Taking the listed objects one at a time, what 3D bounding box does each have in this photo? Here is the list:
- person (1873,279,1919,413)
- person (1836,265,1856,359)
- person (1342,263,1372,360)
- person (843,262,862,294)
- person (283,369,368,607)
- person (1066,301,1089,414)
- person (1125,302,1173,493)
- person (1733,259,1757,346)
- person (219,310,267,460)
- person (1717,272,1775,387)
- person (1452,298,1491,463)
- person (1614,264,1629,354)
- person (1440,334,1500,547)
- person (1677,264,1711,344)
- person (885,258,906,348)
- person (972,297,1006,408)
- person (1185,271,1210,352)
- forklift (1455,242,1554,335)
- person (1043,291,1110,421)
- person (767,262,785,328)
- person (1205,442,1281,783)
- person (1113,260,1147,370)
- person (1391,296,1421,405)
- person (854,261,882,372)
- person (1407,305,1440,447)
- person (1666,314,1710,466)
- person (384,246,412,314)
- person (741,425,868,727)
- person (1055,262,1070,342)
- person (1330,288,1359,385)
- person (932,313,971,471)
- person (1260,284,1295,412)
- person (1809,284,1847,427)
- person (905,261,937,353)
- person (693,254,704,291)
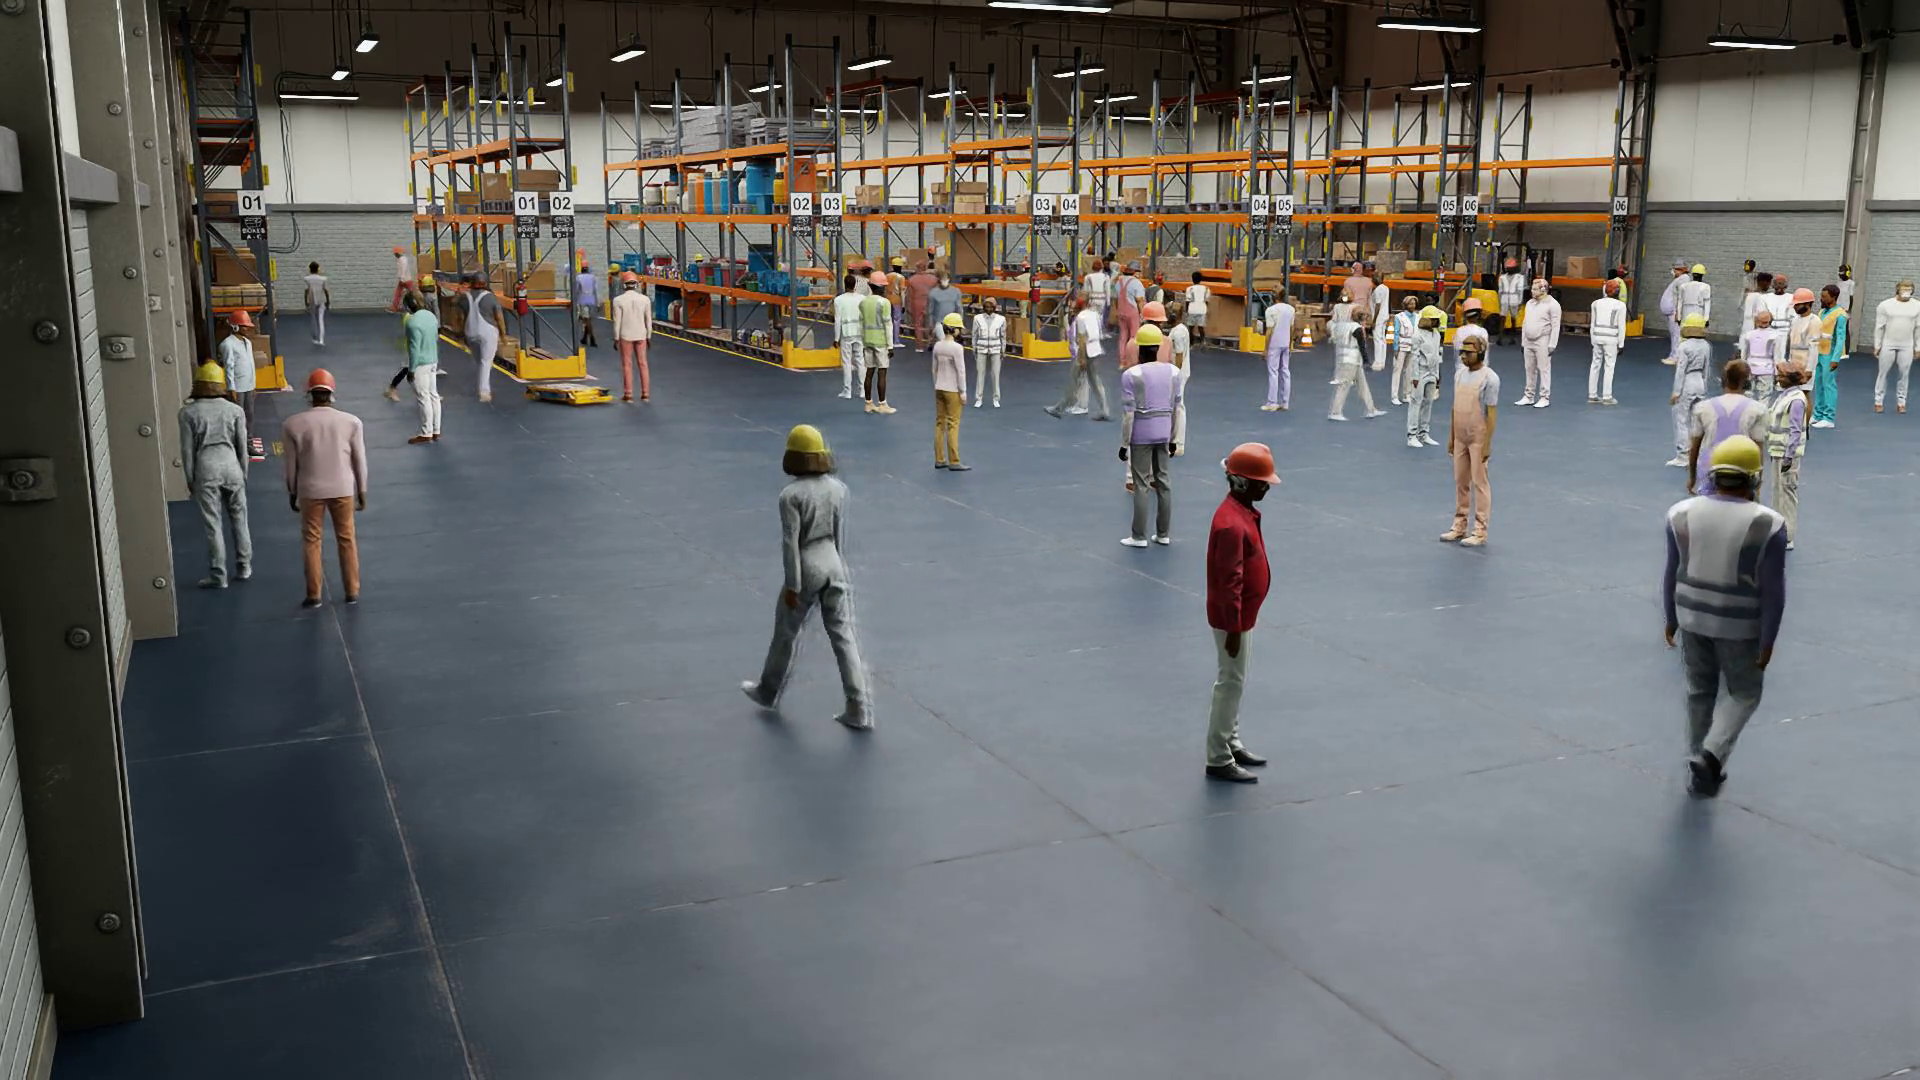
[{"bbox_3d":[13.539,-2.792,24.007,0.631,1.932,0.363,4,12,22],"label":"person"},{"bbox_3d":[17.525,-4.528,33.018,0.322,1.861,0.513,-1,11,-5],"label":"person"},{"bbox_3d":[7.744,-4.479,32.637,0.654,1.906,0.406,-5,12,-22],"label":"person"},{"bbox_3d":[-2.456,-5.459,38.004,0.563,1.752,0.327,2,11,9],"label":"person"},{"bbox_3d":[-4.663,-0.387,12.260,0.576,1.741,0.372,-6,12,-27],"label":"person"},{"bbox_3d":[1.712,-2.627,23.902,0.315,1.640,0.514,-1,11,-7],"label":"person"},{"bbox_3d":[1.957,-1.451,17.074,0.618,1.982,0.405,-8,14,-36],"label":"person"},{"bbox_3d":[17.084,-5.142,36.097,0.518,1.874,0.330,-8,14,-36],"label":"person"},{"bbox_3d":[-8.412,-1.815,19.517,0.350,1.743,0.564,1,11,6],"label":"person"},{"bbox_3d":[13.127,-3.479,27.569,1.023,1.912,0.608,-1,11,-3],"label":"person"},{"bbox_3d":[5.948,-1.831,19.223,0.348,1.900,0.705,-4,12,-19],"label":"person"},{"bbox_3d":[13.394,-4.698,33.908,0.373,1.841,0.572,6,12,26],"label":"person"},{"bbox_3d":[4.440,-0.867,14.450,0.348,1.841,0.501,-5,12,-25],"label":"person"},{"bbox_3d":[13.652,-4.155,30.937,0.371,1.925,0.595,-10,15,-41],"label":"person"},{"bbox_3d":[-1.373,-5.095,35.754,0.581,1.918,0.412,10,15,41],"label":"person"},{"bbox_3d":[0.428,-2.781,24.689,0.513,1.640,0.311,0,11,2],"label":"person"},{"bbox_3d":[4.930,-4.721,34.430,0.544,1.678,0.573,-2,11,-10],"label":"person"},{"bbox_3d":[13.047,-6.049,39.881,2.313,2.155,1.214,-5,12,-23],"label":"forklift"},{"bbox_3d":[1.676,-2.548,23.127,0.998,1.785,0.597,5,12,25],"label":"person"},{"bbox_3d":[-4.637,-6.277,41.535,0.614,2.012,0.933,0,11,-2],"label":"person"},{"bbox_3d":[1.428,0.364,8.451,0.348,1.740,0.574,3,11,14],"label":"person"},{"bbox_3d":[3.162,-4.108,30.407,0.536,2.000,0.675,-9,14,-38],"label":"person"},{"bbox_3d":[6.733,-2.857,25.070,0.513,1.642,0.313,-5,12,-24],"label":"person"},{"bbox_3d":[-1.632,-4.063,30.262,0.782,1.999,0.795,9,14,38],"label":"person"},{"bbox_3d":[5.768,-2.024,20.575,0.485,1.744,0.295,-8,14,-36],"label":"person"},{"bbox_3d":[8.317,-1.700,18.980,0.550,1.741,0.343,-6,13,-27],"label":"person"},{"bbox_3d":[-15.883,-7.377,47.285,1.041,1.928,0.612,-10,15,-41],"label":"person"},{"bbox_3d":[-0.864,0.194,9.432,0.916,1.692,0.505,10,15,43],"label":"person"},{"bbox_3d":[2.158,-4.933,35.084,0.327,1.860,0.499,-5,12,-24],"label":"person"},{"bbox_3d":[6.481,-3.419,27.946,0.507,1.632,0.267,7,13,30],"label":"person"},{"bbox_3d":[-0.100,-1.660,18.683,0.329,1.762,0.523,-8,14,-36],"label":"person"},{"bbox_3d":[4.612,-2.780,24.161,0.505,1.846,0.346,-6,13,-28],"label":"person"},{"bbox_3d":[11.698,-2.479,22.438,0.380,1.918,0.596,0,11,-1],"label":"person"},{"bbox_3d":[-0.812,-4.825,34.424,0.668,1.889,0.453,-3,12,-16],"label":"person"},{"bbox_3d":[-7.121,-6.958,45.626,0.526,1.757,0.355,8,14,36],"label":"person"}]
